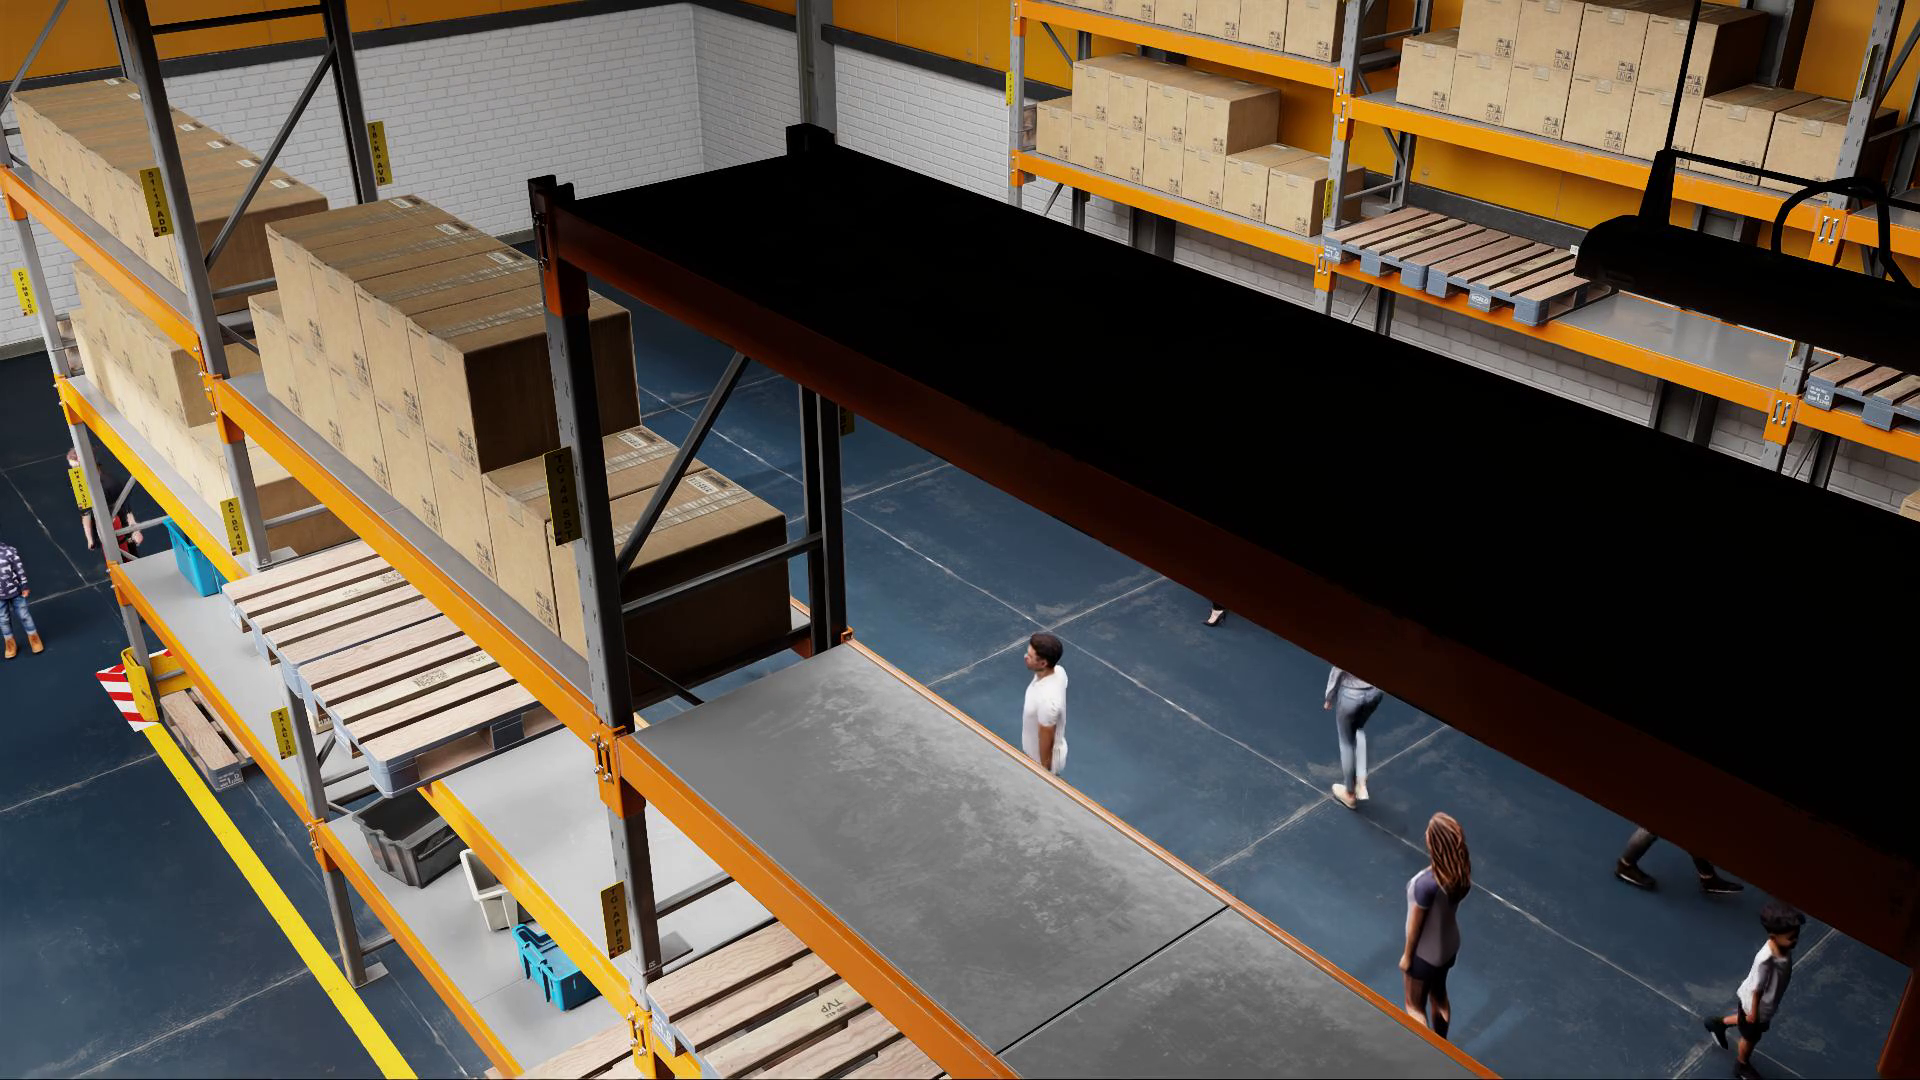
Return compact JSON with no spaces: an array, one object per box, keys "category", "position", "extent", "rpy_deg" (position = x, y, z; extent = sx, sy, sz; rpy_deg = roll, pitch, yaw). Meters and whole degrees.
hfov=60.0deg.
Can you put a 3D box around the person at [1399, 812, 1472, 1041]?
[{"category":"person","position":[2.684,2.305,9.408],"extent":[0.607,1.722,0.559],"rpy_deg":[-25,37,-38]}]

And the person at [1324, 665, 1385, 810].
[{"category":"person","position":[2.783,1.149,11.471],"extent":[0.717,1.776,0.762],"rpy_deg":[-9,30,-17]}]

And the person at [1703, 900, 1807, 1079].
[{"category":"person","position":[4.508,2.544,9.465],"extent":[0.485,1.249,0.676],"rpy_deg":[-22,36,-35]}]

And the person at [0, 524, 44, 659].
[{"category":"person","position":[-7.735,0.366,13.459],"extent":[0.536,1.248,0.538],"rpy_deg":[-12,31,-21]}]

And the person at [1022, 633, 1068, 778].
[{"category":"person","position":[0.637,1.410,10.919],"extent":[1.042,1.846,0.953],"rpy_deg":[6,29,11]}]

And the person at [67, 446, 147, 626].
[{"category":"person","position":[-6.966,-0.073,13.806],"extent":[0.768,1.686,0.834],"rpy_deg":[5,29,9]}]
